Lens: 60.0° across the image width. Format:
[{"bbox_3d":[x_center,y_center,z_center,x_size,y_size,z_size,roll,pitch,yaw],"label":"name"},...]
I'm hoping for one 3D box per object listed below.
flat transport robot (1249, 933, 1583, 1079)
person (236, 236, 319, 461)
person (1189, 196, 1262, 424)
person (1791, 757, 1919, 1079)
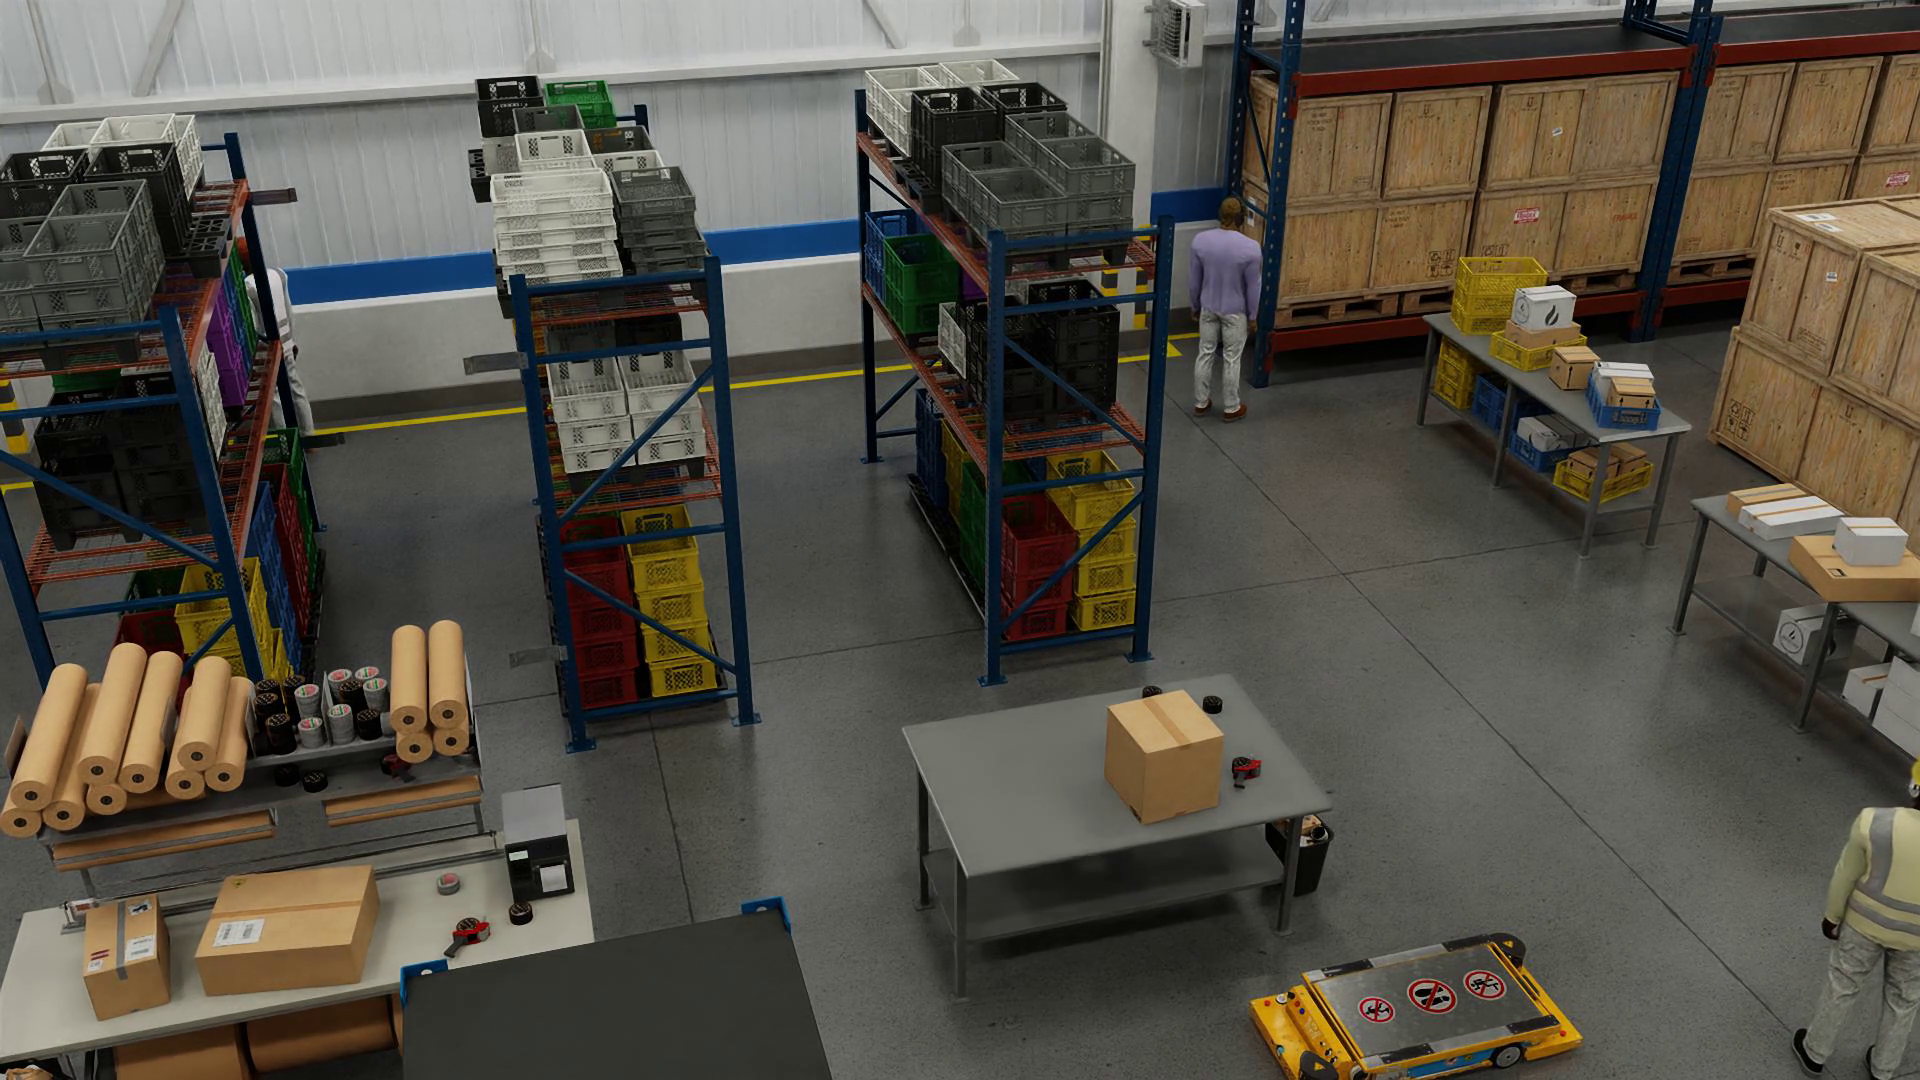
[{"bbox_3d":[2.184,2.282,7.980,1.431,0.197,0.652,-8,30,-14],"label":"flat transport robot"},{"bbox_3d":[-5.467,-1.498,13.197,0.337,1.880,0.584,8,30,15],"label":"person"},{"bbox_3d":[2.205,-1.921,13.916,0.627,1.934,0.371,16,33,27],"label":"person"},{"bbox_3d":[4.190,1.694,7.450,0.590,1.823,0.403,10,30,18],"label":"person"}]
